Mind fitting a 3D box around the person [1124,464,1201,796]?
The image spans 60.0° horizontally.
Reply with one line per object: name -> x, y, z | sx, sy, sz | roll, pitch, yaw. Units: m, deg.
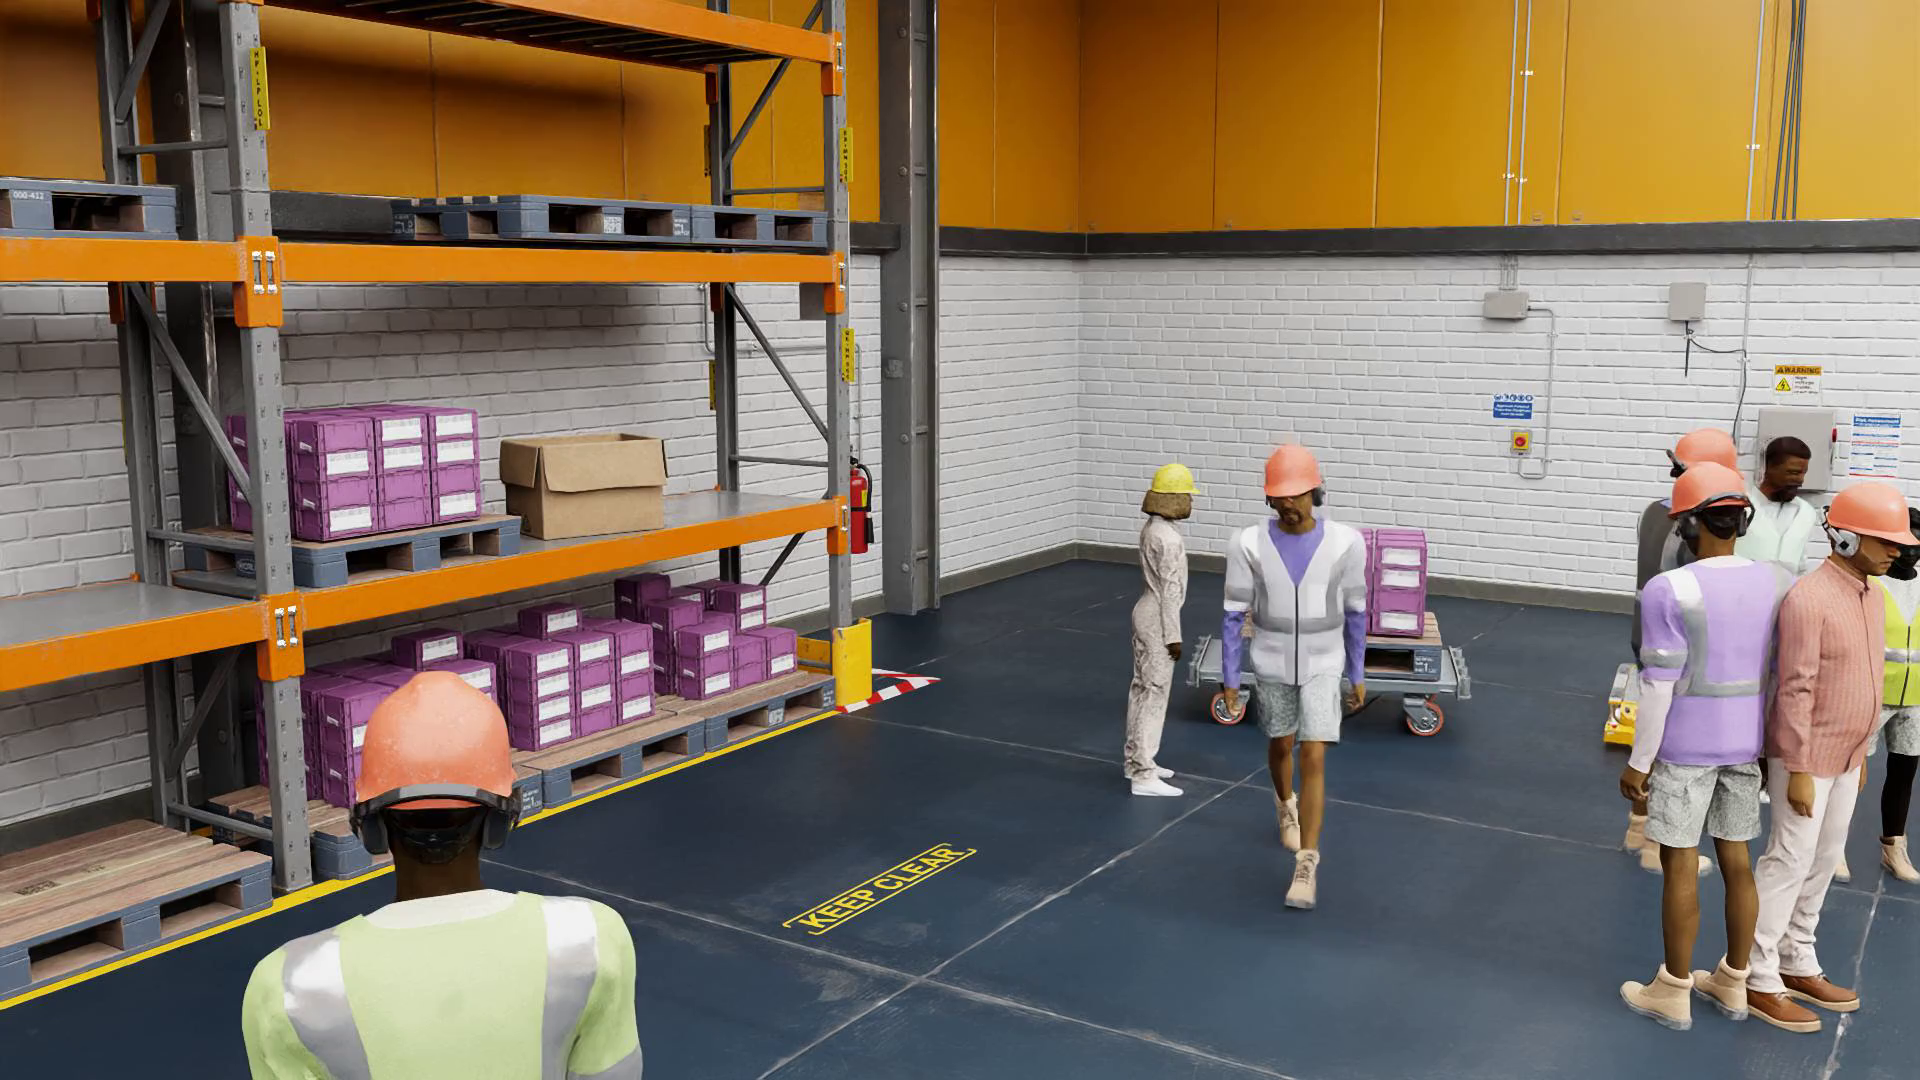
person -> 1.068, 0.462, 8.726 | 0.361, 1.734, 0.486 | 0, 9, -2

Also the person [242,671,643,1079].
person -> -0.825, 1.224, 2.750 | 0.605, 2.045, 0.377 | -4, 9, -23

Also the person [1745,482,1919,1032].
person -> 3.116, 0.771, 5.939 | 0.601, 1.977, 0.434 | -6, 11, -36

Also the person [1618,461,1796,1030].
person -> 2.651, 0.735, 5.968 | 0.605, 2.033, 0.392 | -2, 9, -14

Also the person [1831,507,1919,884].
person -> 4.109, 0.686, 7.364 | 0.540, 1.696, 0.317 | 1, 9, 5

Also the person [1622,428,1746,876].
person -> 3.250, 0.506, 7.489 | 0.408, 2.026, 0.632 | 0, 9, 0

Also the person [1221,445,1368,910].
person -> 1.488, 0.546, 7.424 | 0.627, 1.978, 1.086 | 2, 9, 13
